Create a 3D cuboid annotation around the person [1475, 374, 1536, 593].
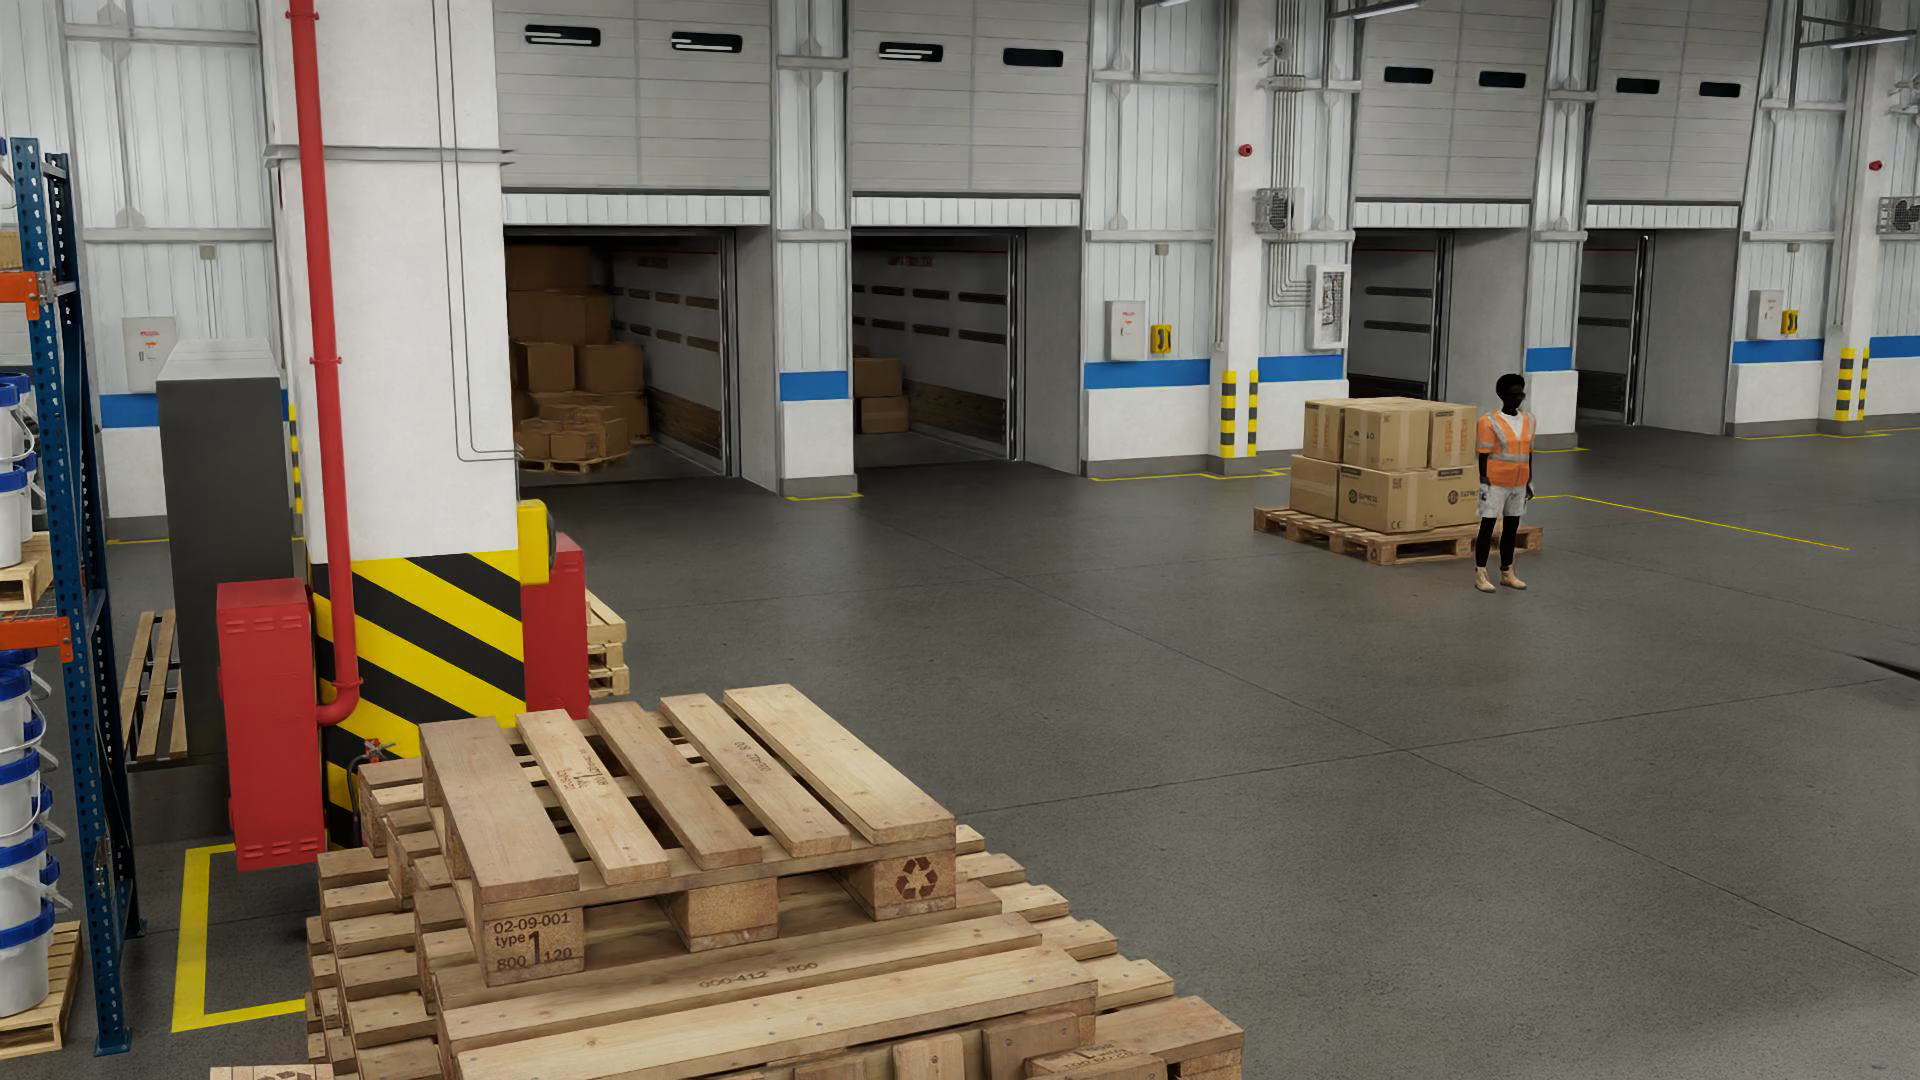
[{"bbox_3d":[4.224,-0.442,12.885,0.535,1.697,0.318,-4,11,-21],"label":"person"}]
